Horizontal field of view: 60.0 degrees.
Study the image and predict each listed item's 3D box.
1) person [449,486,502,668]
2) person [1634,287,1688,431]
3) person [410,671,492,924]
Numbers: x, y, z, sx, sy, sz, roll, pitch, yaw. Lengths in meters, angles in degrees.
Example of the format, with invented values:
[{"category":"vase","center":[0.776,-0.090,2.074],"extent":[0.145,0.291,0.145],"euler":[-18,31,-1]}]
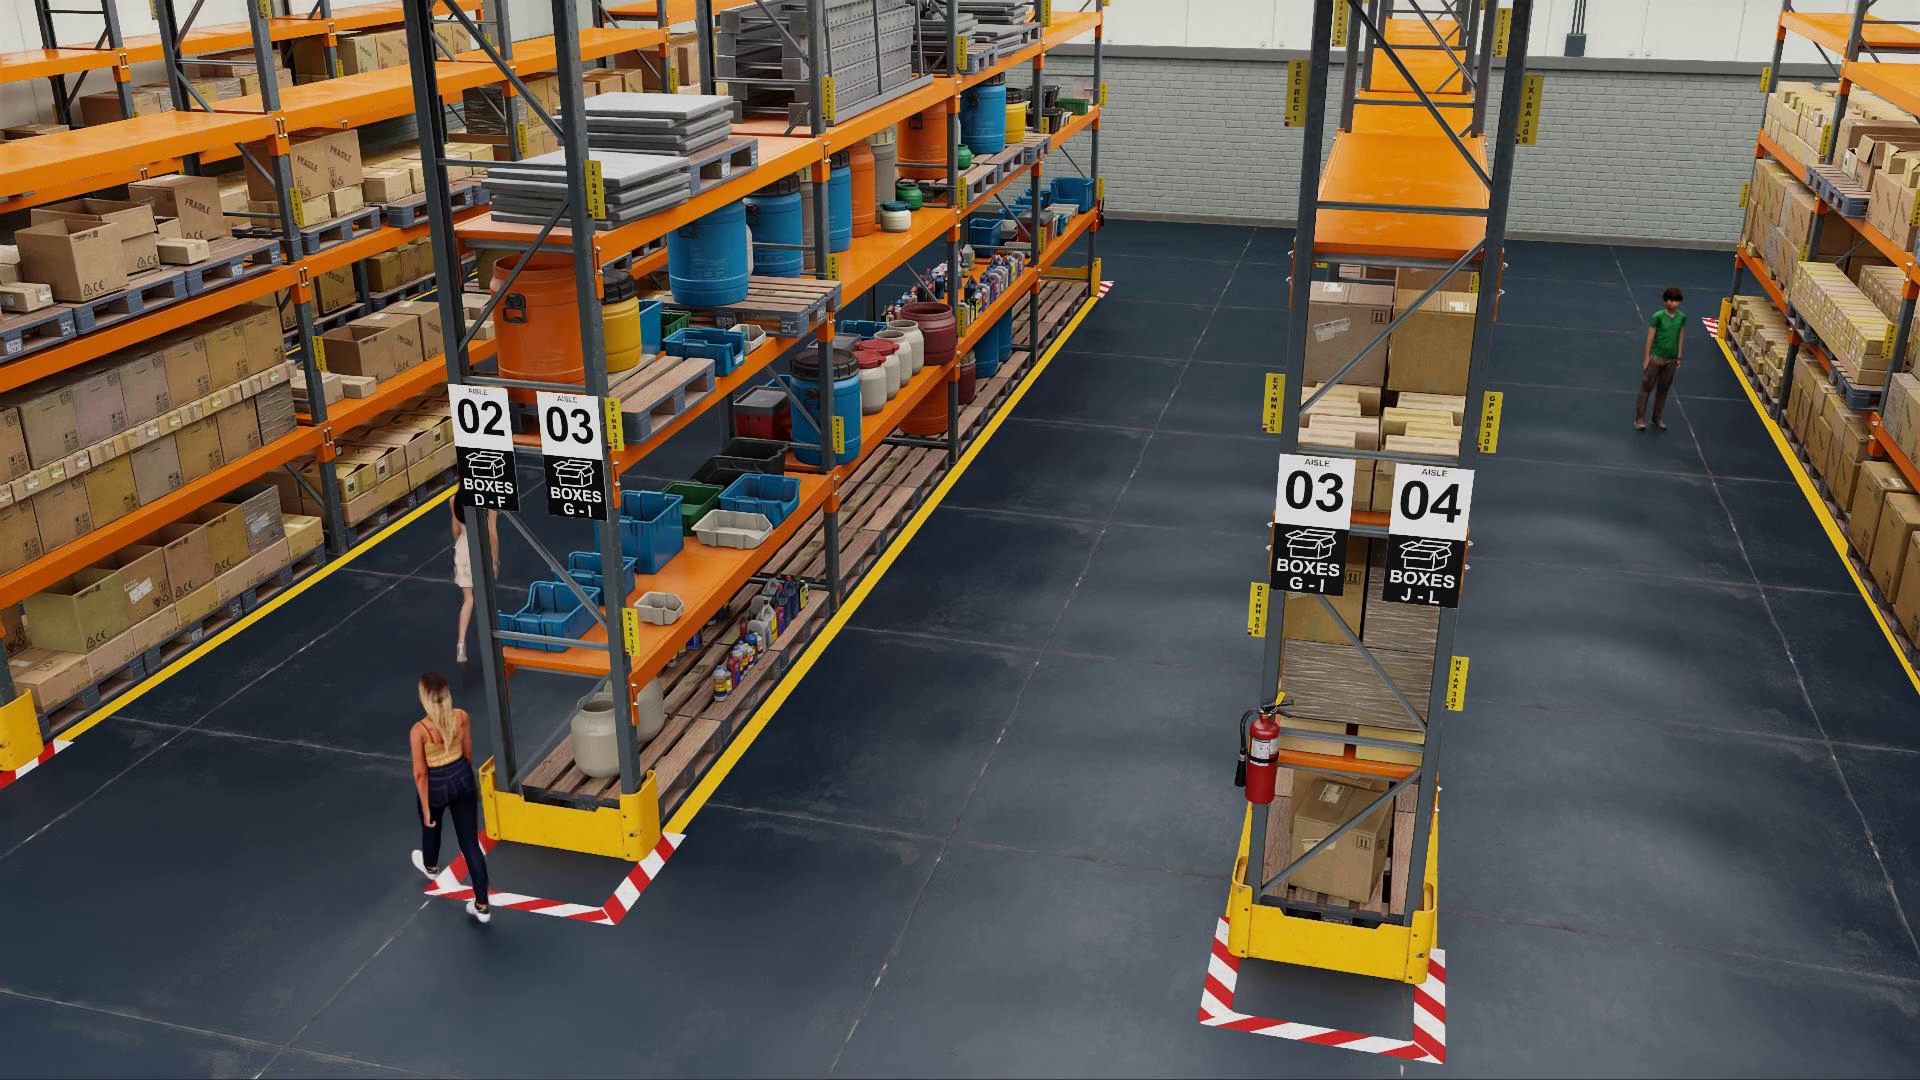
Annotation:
[{"category":"person","center":[-3.909,0.229,13.326],"extent":[0.705,1.701,1.054],"euler":[2,22,5]},{"category":"person","center":[8.043,-2.093,19.070],"extent":[0.629,1.651,0.611],"euler":[0,22,0]},{"category":"person","center":[-3.071,1.596,10.146],"extent":[1.143,1.578,1.045],"euler":[-20,30,-40]}]
